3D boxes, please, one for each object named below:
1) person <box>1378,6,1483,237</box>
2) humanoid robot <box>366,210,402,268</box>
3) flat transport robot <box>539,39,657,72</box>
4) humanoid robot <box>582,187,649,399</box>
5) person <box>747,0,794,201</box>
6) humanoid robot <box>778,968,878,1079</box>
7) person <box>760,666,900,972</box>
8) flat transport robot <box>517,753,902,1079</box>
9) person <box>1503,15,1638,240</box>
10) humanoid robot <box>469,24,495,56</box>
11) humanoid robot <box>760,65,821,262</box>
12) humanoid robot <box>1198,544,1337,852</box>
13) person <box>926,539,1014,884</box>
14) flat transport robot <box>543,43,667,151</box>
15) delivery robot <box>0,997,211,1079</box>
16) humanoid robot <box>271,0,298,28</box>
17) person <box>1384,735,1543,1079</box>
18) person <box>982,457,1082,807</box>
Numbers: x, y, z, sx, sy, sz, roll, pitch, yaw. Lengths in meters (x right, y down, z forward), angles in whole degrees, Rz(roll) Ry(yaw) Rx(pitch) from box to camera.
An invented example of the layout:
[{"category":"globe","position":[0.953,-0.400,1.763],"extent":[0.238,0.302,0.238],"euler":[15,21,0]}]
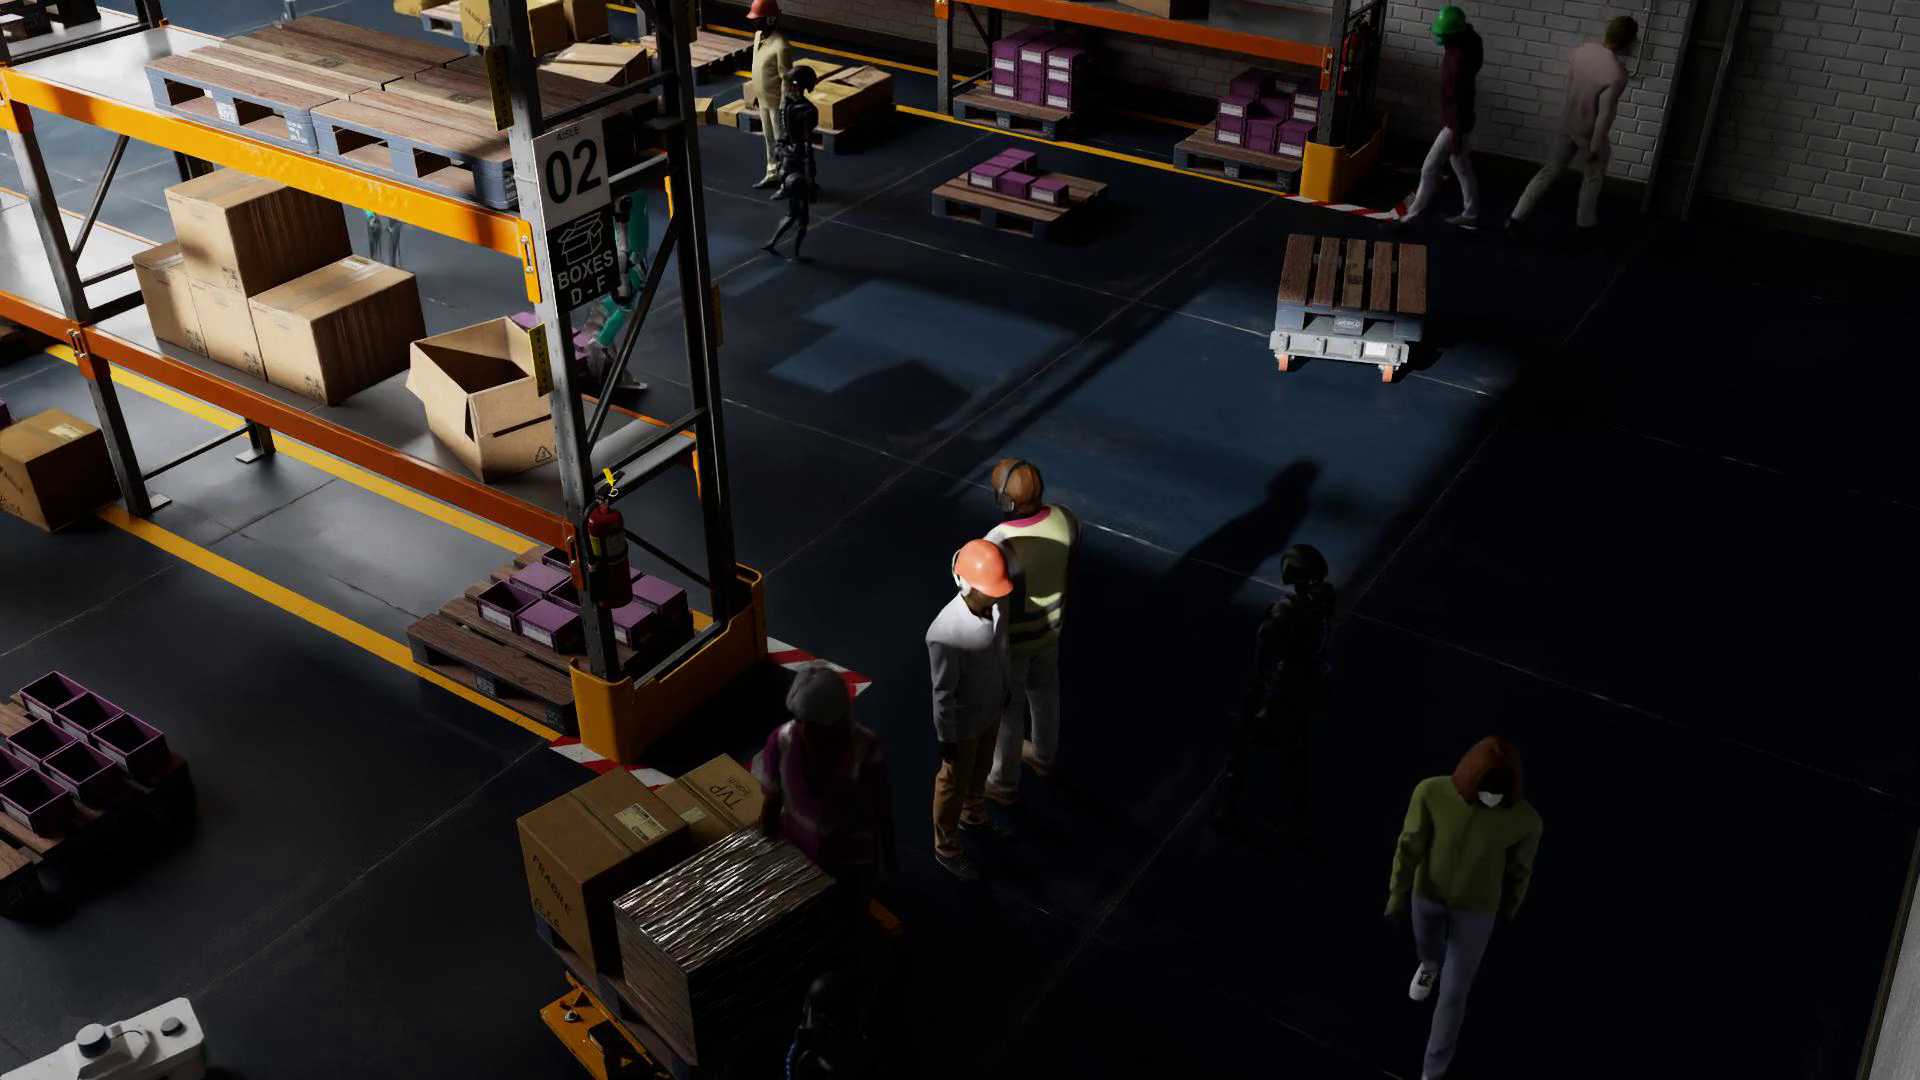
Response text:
[{"category":"person","position":[3.968,-3.409,13.632],"extent":[0.958,1.891,0.597],"euler":[4,33,6]},{"category":"humanoid robot","position":[-4.631,-2.890,13.052],"extent":[0.564,1.869,0.750],"euler":[-25,41,-33]},{"category":"flat transport robot","position":[-3.752,-4.960,17.496],"extent":[0.659,0.231,1.431],"euler":[24,40,32]},{"category":"humanoid robot","position":[-2.410,-1.698,11.241],"extent":[0.769,1.899,0.551],"euler":[3,33,5]},{"category":"person","position":[-1.638,-3.829,14.395],"extent":[0.327,1.752,0.560],"euler":[-19,38,-27]},{"category":"humanoid robot","position":[-0.486,1.993,5.517],"extent":[0.423,1.635,0.607],"euler":[-11,35,-16]},{"category":"person","position":[-0.527,1.198,6.639],"extent":[0.562,1.805,0.876],"euler":[7,34,10]},{"category":"flat transport robot","position":[-0.999,1.806,7.097],"extent":[1.431,0.231,0.659],"euler":[-26,41,-34]},{"category":"person","position":[4.992,-3.312,13.490],"extent":[0.965,1.892,0.704],"euler":[-12,35,-17]},{"category":"humanoid robot","position":[-4.529,-4.825,15.964],"extent":[0.858,1.802,0.583],"euler":[5,33,8]},{"category":"humanoid robot","position":[-1.363,-2.944,13.125],"extent":[0.487,1.632,0.621],"euler":[-11,35,-17]},{"category":"humanoid robot","position":[1.433,0.693,7.517],"extent":[0.595,1.646,0.529],"euler":[-27,42,-35]},{"category":"person","position":[0.080,0.735,7.383],"extent":[0.339,1.747,0.569],"euler":[18,37,25]},{"category":"flat transport robot","position":[-3.285,-3.618,15.433],"extent":[1.431,0.231,0.659],"euler":[7,34,10]},{"category":"delivery robot","position":[-3.262,2.088,6.374],"extent":[0.744,0.564,0.499],"euler":[-22,39,-30]},{"category":"humanoid robot","position":[-7.407,-6.225,18.130],"extent":[0.561,1.745,1.063],"euler":[-27,42,-35]},{"category":"person","position":[1.938,1.395,6.510],"extent":[0.492,1.586,0.819],"euler":[17,37,25]},{"category":"person","position":[0.265,0.432,7.770],"extent":[0.632,1.839,0.429],"euler":[-27,42,-35]}]
